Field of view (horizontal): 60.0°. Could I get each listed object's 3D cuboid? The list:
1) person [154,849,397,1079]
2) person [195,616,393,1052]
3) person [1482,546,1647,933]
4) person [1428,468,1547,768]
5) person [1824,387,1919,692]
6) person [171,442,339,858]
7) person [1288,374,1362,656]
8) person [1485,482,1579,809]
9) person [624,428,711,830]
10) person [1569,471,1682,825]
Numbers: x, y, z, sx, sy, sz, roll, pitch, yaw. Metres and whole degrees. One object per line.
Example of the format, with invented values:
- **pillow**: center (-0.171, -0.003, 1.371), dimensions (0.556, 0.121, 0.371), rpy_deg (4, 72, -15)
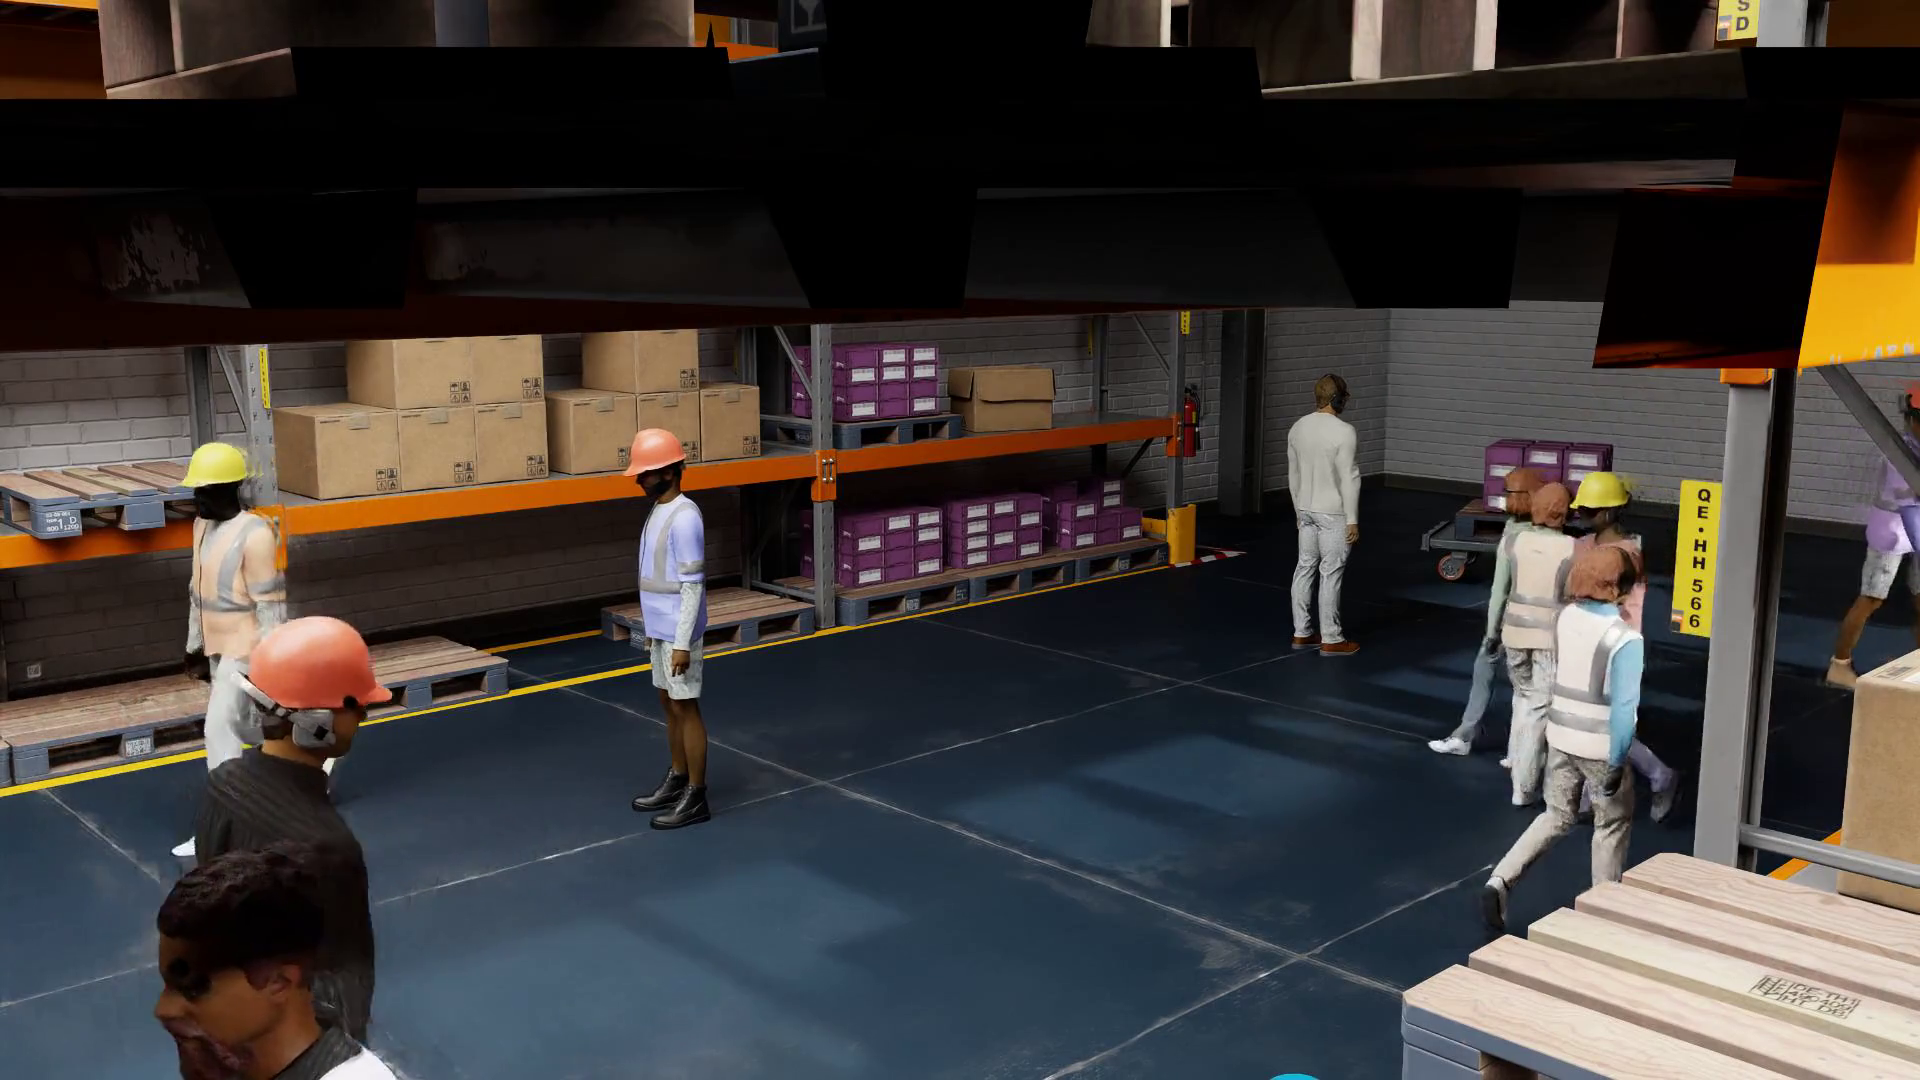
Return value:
- **person**: center (-0.992, 1.380, 2.491), dimensions (0.536, 1.901, 0.603), rpy_deg (-9, 13, -44)
- **person**: center (-1.530, 1.145, 3.664), dimensions (0.609, 1.965, 0.764), rpy_deg (8, 13, 40)
- **person**: center (2.432, 0.819, 6.581), dimensions (0.640, 1.615, 0.525), rpy_deg (-3, 10, -19)
- **person**: center (2.855, 0.426, 8.889), dimensions (0.675, 1.609, 0.524), rpy_deg (0, 10, -1)
- **person**: center (5.867, 0.022, 10.152), dimensions (1.021, 1.986, 0.626), rpy_deg (9, 13, 43)
- **person**: center (-3.349, 0.472, 7.801), dimensions (0.810, 1.900, 0.594), rpy_deg (-10, 14, -44)
- **person**: center (2.514, -0.173, 11.452), dimensions (0.372, 1.940, 0.631), rpy_deg (-6, 11, -31)
- **person**: center (2.946, 0.516, 8.351), dimensions (0.647, 1.613, 0.509), rpy_deg (-10, 14, -44)
- **person**: center (-1.405, 0.423, 7.995), dimensions (0.369, 1.929, 0.542), rpy_deg (-5, 11, -25)
- **person**: center (3.103, 0.538, 7.865), dimensions (0.561, 1.751, 0.530), rpy_deg (-1, 10, -8)
